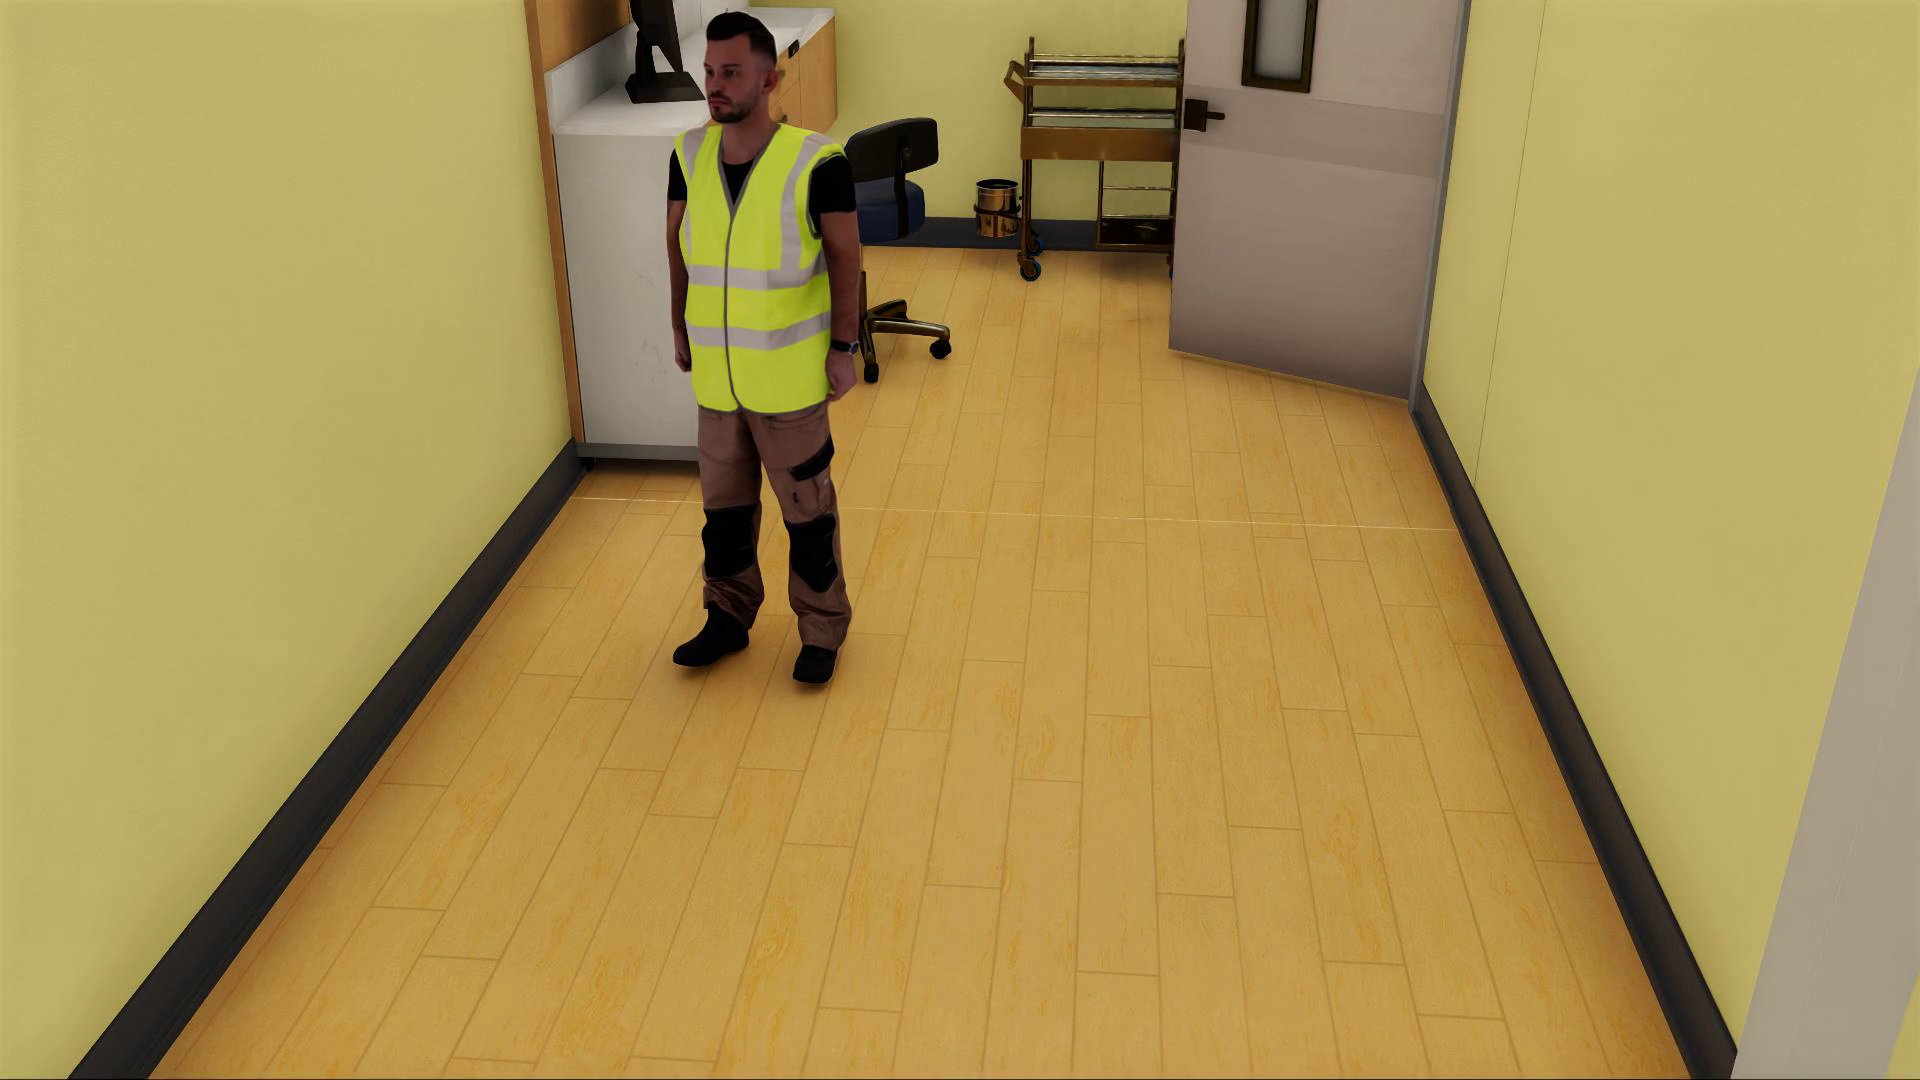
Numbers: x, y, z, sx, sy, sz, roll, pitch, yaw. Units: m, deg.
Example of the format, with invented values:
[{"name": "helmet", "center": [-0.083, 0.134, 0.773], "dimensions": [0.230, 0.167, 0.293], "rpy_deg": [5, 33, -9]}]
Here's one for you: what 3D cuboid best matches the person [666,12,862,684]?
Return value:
[{"name": "person", "center": [-0.542, -0.483, 4.511], "dimensions": [0.712, 1.845, 0.827], "rpy_deg": [8, 27, 15]}]
